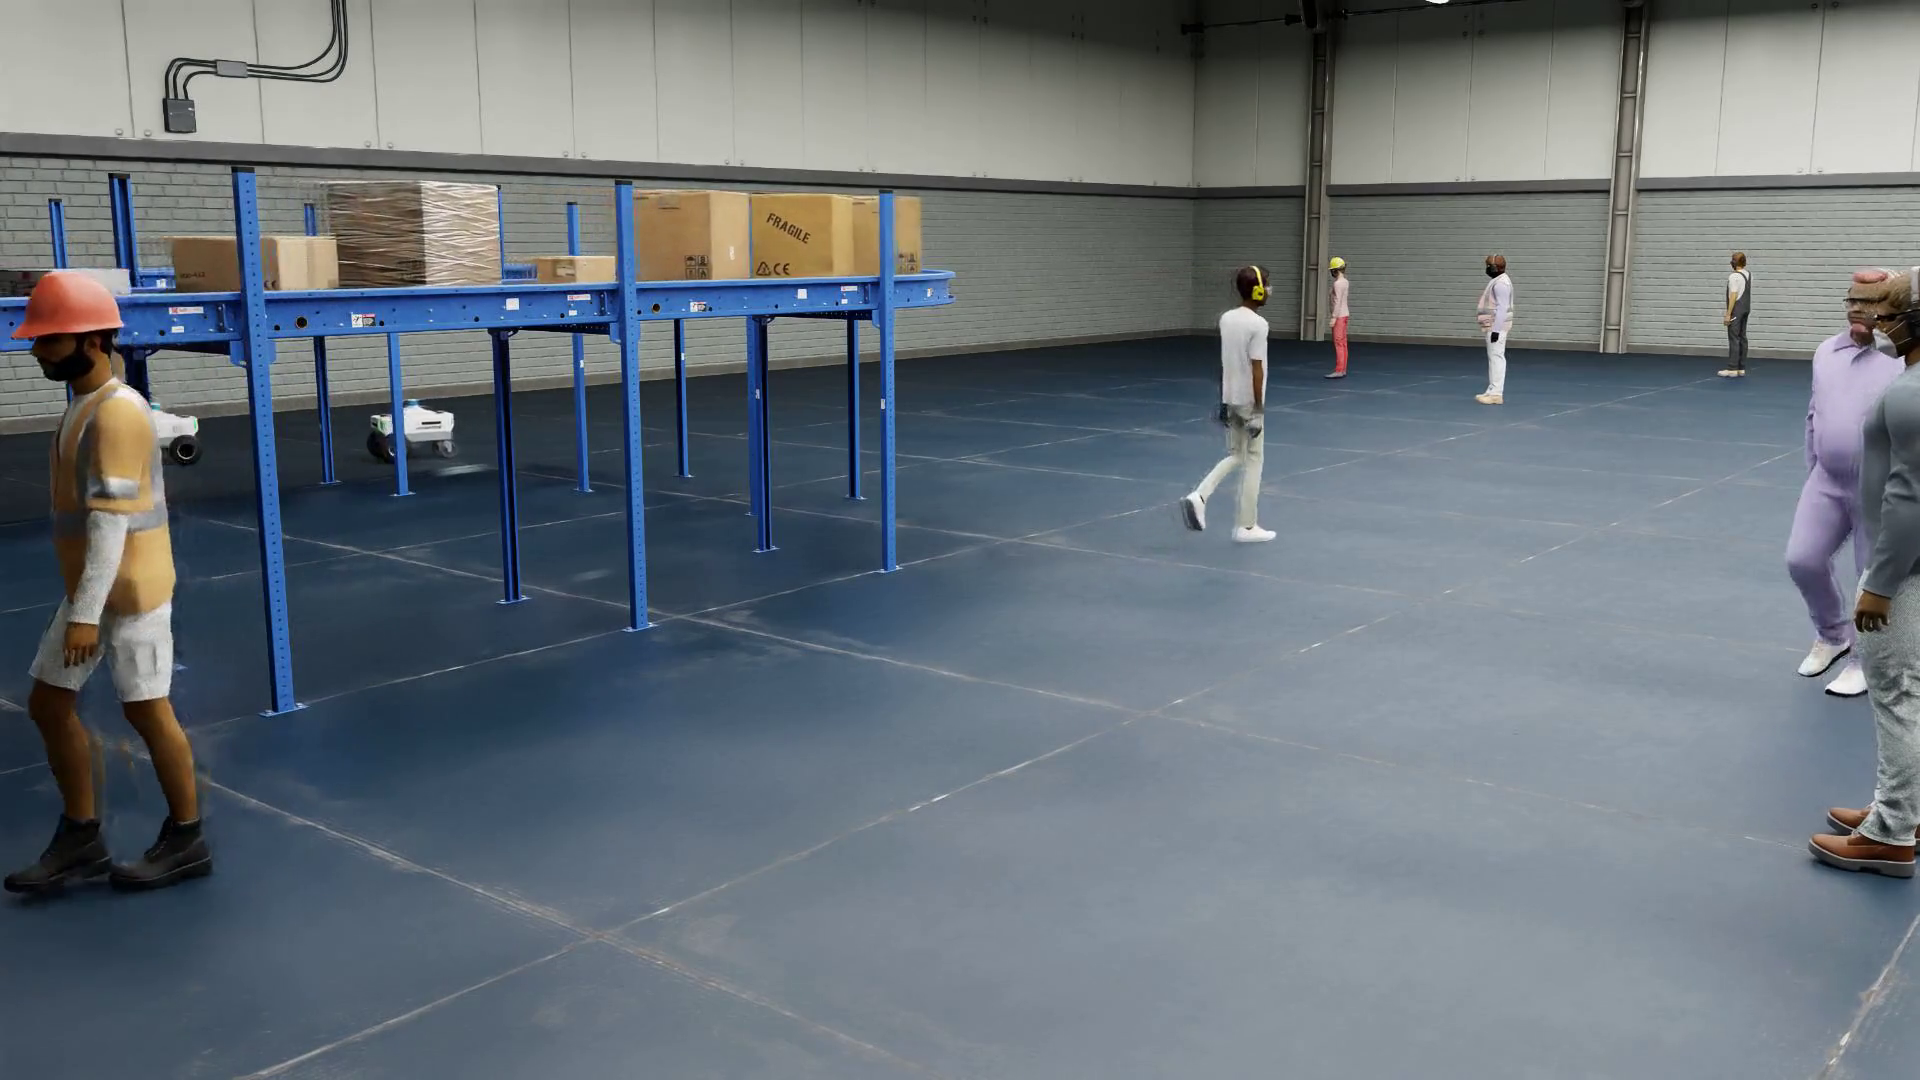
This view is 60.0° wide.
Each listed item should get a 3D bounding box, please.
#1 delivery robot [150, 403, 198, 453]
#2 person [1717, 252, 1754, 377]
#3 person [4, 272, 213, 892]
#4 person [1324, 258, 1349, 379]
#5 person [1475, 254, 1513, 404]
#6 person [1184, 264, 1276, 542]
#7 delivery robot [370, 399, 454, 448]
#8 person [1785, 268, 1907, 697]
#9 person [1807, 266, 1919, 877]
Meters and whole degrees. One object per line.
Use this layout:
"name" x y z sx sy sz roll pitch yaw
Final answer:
"delivery robot" -7.318 -0.999 15.109 0.707 0.478 0.477 -5 12 -28
"person" 11.558 -3.357 24.753 0.506 1.843 0.351 -7 12 -33
"person" -2.670 0.164 5.026 0.695 1.914 0.555 -10 14 -44
"person" 5.543 -3.259 24.444 0.328 1.760 0.524 5 11 27
"person" 6.646 -2.623 20.696 0.430 1.841 0.624 2 11 13
"person" 1.835 -0.904 11.106 0.585 1.861 0.524 -5 12 -28
"delivery robot" -5.094 -1.068 15.490 0.707 0.478 0.477 -7 12 -34
"person" 3.974 -0.244 7.358 0.423 1.893 0.643 -6 12 -29
"person" 3.031 0.099 5.345 0.373 1.936 0.629 8 13 39
